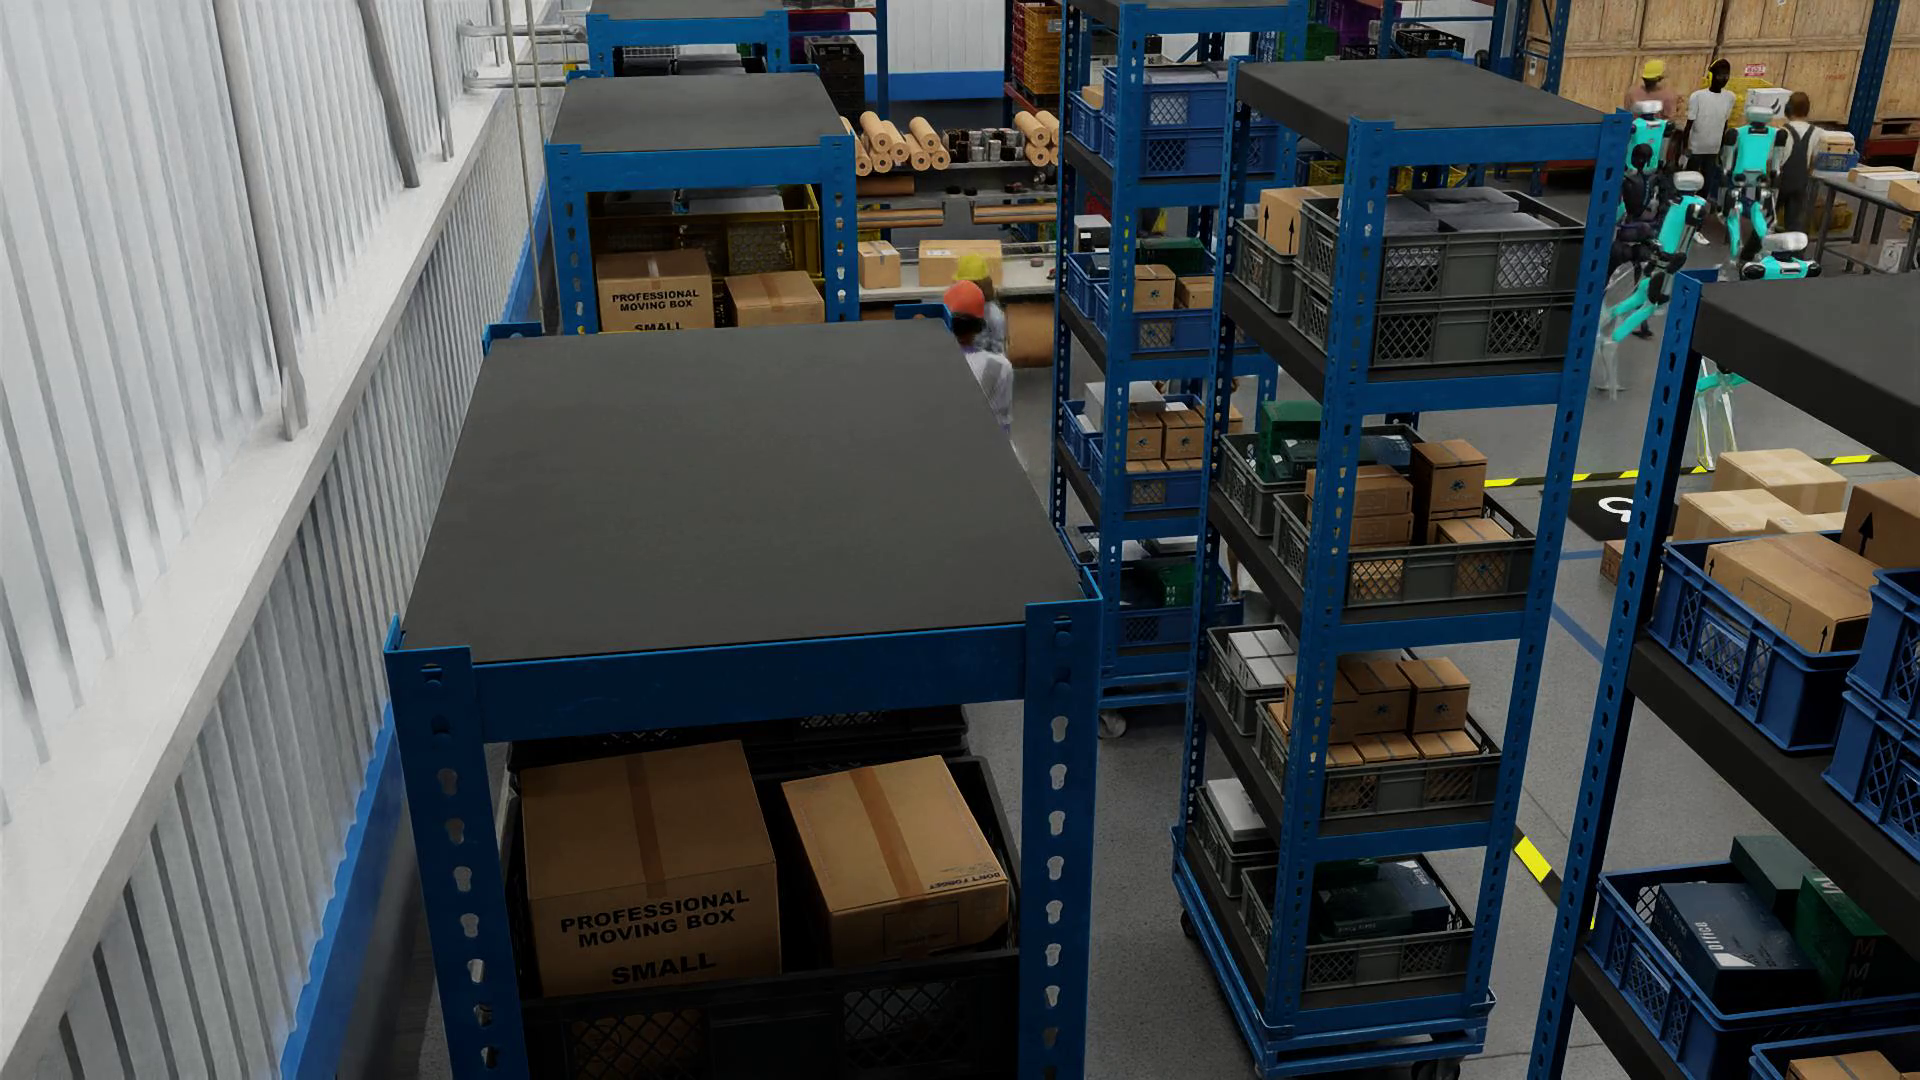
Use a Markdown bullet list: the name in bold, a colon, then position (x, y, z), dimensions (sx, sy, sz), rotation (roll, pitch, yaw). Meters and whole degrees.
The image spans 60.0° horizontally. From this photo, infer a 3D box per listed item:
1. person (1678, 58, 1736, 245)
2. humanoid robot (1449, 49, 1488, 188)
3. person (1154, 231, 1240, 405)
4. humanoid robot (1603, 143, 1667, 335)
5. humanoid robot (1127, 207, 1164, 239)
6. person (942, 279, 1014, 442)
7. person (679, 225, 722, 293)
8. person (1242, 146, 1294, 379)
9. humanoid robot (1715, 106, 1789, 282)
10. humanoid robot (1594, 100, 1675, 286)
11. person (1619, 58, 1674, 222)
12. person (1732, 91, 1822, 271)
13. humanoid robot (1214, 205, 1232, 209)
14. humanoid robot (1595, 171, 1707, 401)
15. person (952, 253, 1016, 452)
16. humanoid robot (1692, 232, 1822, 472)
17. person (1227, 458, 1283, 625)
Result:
- **person**: position (7.580, -3.942, 16.946), dimensions (0.508, 1.876, 0.328), rotation (-4, 25, -9)
- **humanoid robot**: position (5.797, -4.694, 18.796), dimensions (0.599, 1.659, 0.315), rotation (-4, 25, -8)
- **person**: position (1.547, -1.098, 10.789), dimensions (0.596, 1.852, 0.359), rotation (-4, 25, -8)
- **humanoid robot**: position (5.781, -2.601, 14.328), dimensions (0.609, 1.619, 0.817), rotation (-5, 25, -12)
- **humanoid robot**: position (1.569, -2.367, 13.838), dimensions (0.847, 1.613, 0.590), rotation (6, 25, 13)
- **person**: position (-0.022, -0.432, 9.163), dimensions (0.618, 2.010, 0.929), rotation (4, 25, 8)
- **person**: position (-2.186, -2.793, 14.430), dimensions (0.555, 1.899, 0.969), rotation (-2, 25, -5)
- **person**: position (2.407, -2.202, 13.191), dimensions (0.492, 1.860, 0.333), rotation (-12, 27, -24)
- **humanoid robot**: position (7.147, -3.002, 15.051), dimensions (0.532, 1.713, 1.026), rotation (5, 25, 11)
- **humanoid robot**: position (6.276, -3.328, 15.819), dimensions (0.580, 1.785, 0.821), rotation (-6, 25, -13)
- **person**: position (7.368, -4.325, 17.929), dimensions (0.540, 1.741, 0.580), rotation (19, 31, 35)
- **person**: position (7.751, -3.303, 15.660), dimensions (0.523, 1.789, 0.977), rotation (1, 25, 2)
- **humanoid robot**: position (2.980, -4.474, 18.343), dimensions (0.430, 1.635, 0.614), rotation (-1, 25, -2)
- **humanoid robot**: position (5.172, -1.914, 12.763), dimensions (0.809, 1.818, 0.537), rotation (2, 25, 5)
- **person**: position (0.126, -1.068, 10.892), dimensions (0.759, 1.714, 0.485), rotation (-22, 32, -39)
- **humanoid robot**: position (5.264, -1.309, 11.222), dimensions (0.533, 1.681, 0.735), rotation (-4, 25, -8)
- **person**: position (1.510, 0.237, 7.893), dimensions (0.562, 1.846, 0.394), rotation (18, 30, 34)
